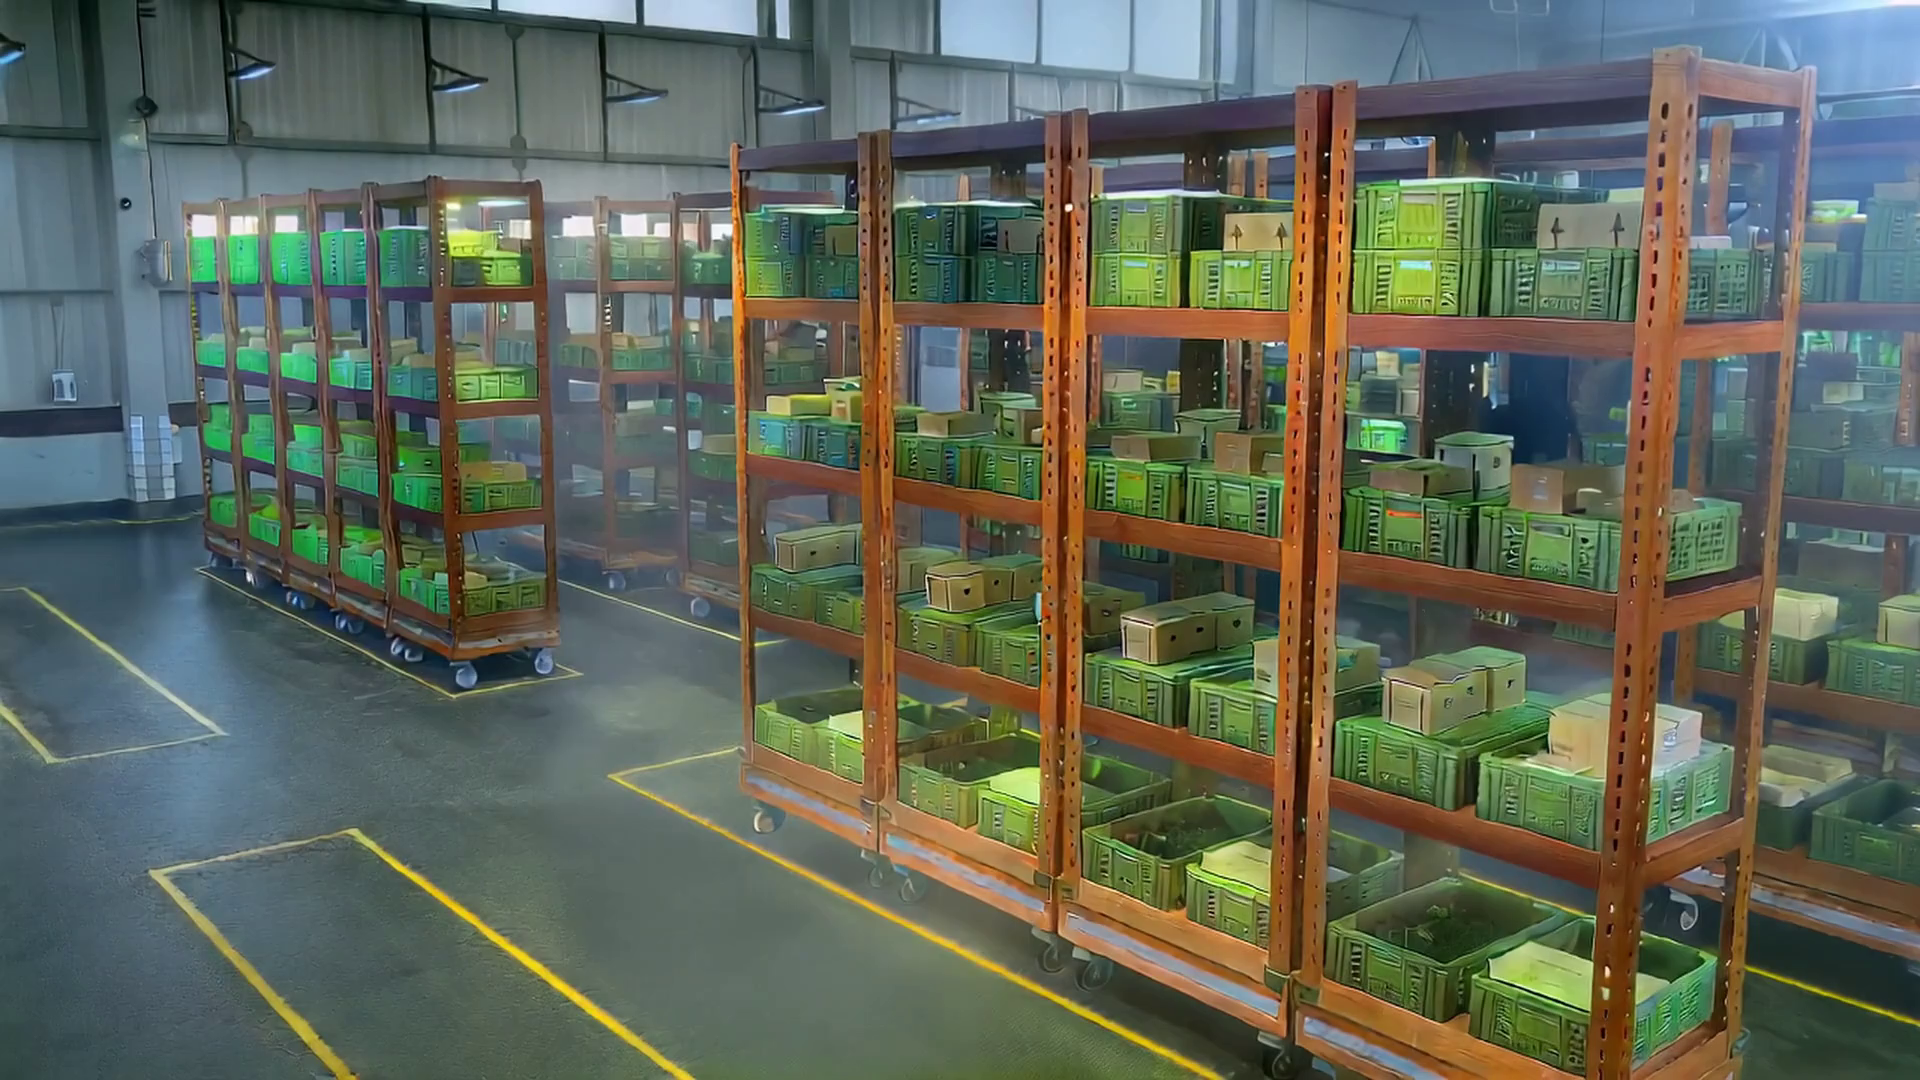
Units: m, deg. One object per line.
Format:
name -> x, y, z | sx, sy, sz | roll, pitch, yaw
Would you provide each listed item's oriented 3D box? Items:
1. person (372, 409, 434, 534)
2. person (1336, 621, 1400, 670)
person -> -5.960, -0.830, 17.764 | 0.583, 1.822, 0.682 | 2, 10, 12
person -> 2.608, 0.286, 11.106 | 0.838, 1.796, 0.618 | 6, 11, 34
